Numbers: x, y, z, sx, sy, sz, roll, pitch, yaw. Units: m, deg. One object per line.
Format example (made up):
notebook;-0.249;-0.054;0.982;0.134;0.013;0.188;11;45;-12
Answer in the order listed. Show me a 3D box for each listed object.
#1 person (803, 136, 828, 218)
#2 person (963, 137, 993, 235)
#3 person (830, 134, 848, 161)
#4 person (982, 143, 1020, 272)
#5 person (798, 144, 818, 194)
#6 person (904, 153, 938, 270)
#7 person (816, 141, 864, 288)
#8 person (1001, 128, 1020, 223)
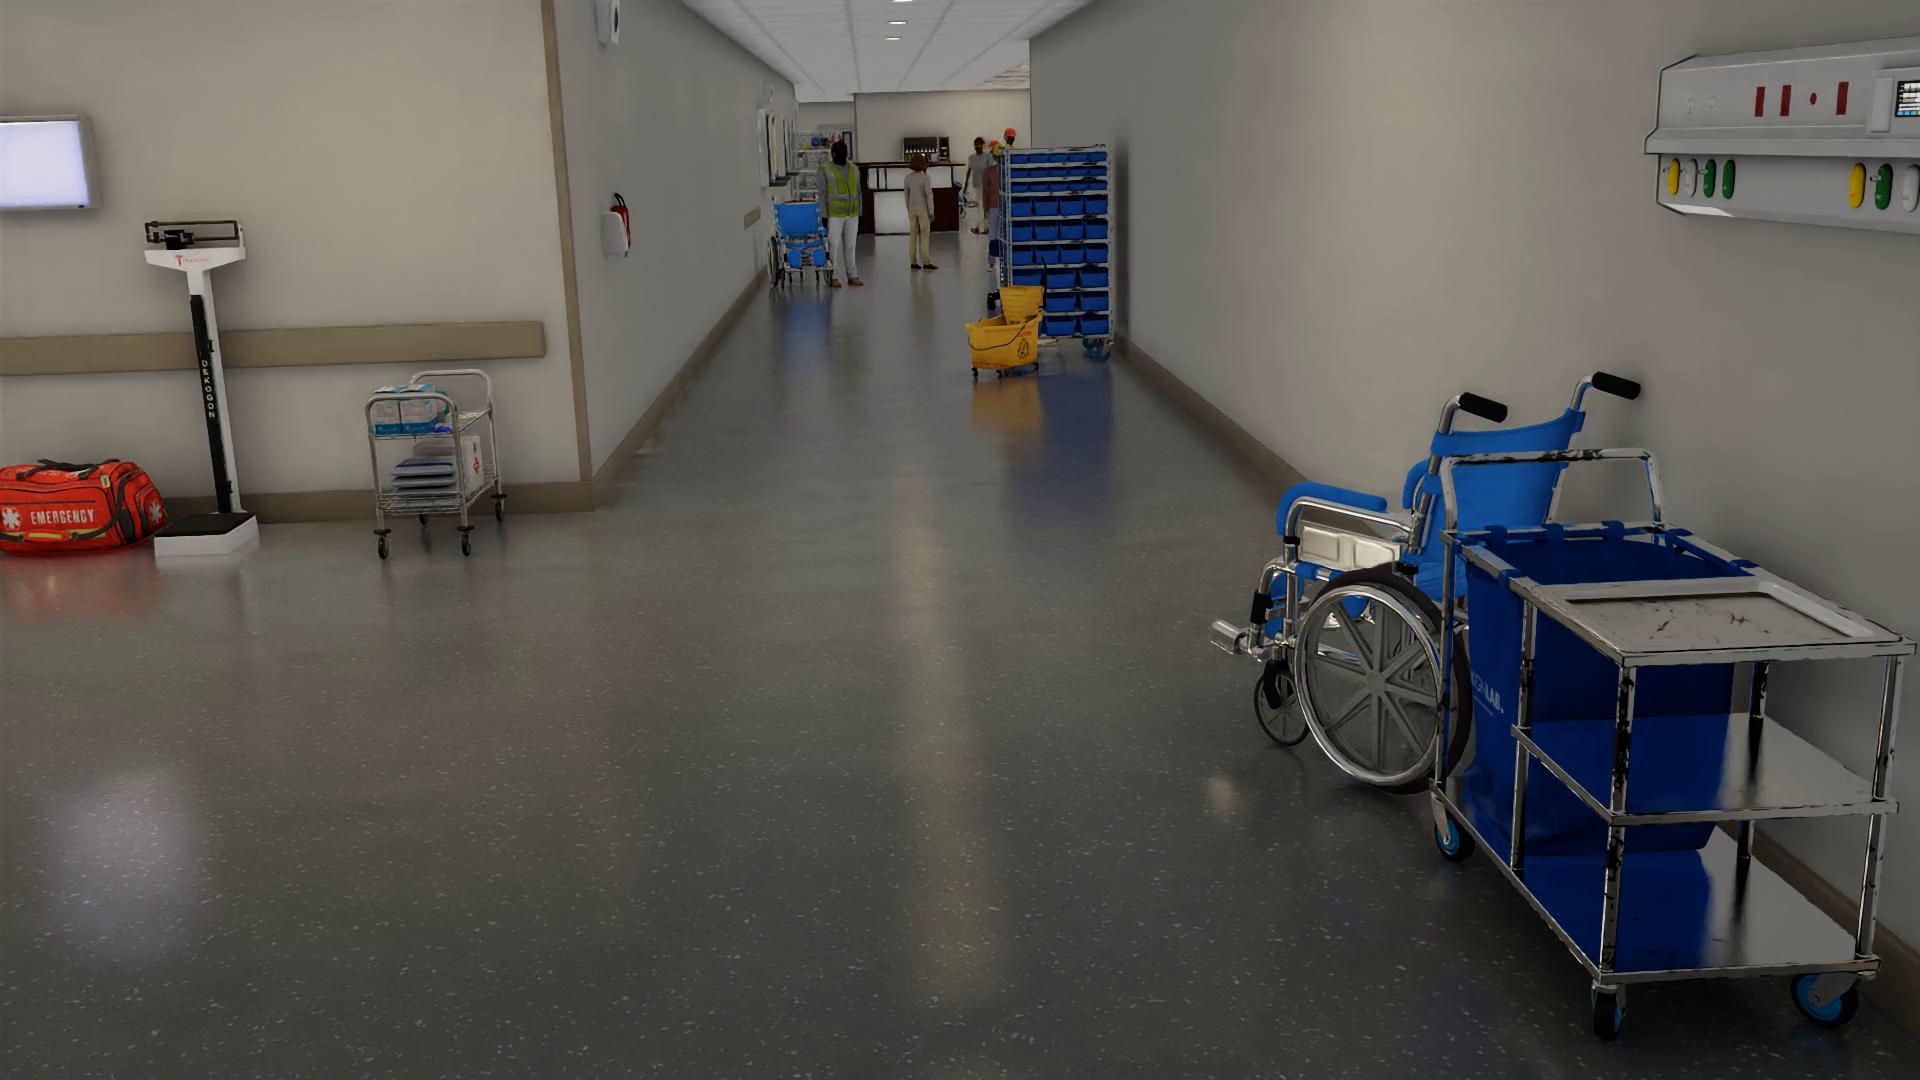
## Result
person;-3.253;-8.162;37.741;0.602;1.939;0.423;2;14;14
person;0.341;-6.658;31.368;0.516;1.820;0.983;7;16;31
person;-2.746;-8.259;37.965;0.393;1.985;0.611;3;14;17
person;0.567;-4.585;22.962;0.521;1.759;0.346;-1;14;5
person;-3.882;-9.401;43.237;0.610;1.773;0.758;-5;14;-12
person;-0.567;-4.666;23.678;0.497;1.633;0.285;9;17;38
person;-1.508;-4.168;21.310;0.627;1.844;0.429;-11;16;-32
person;1.046;-7.654;35.009;0.608;1.996;0.375;-11;16;-34
